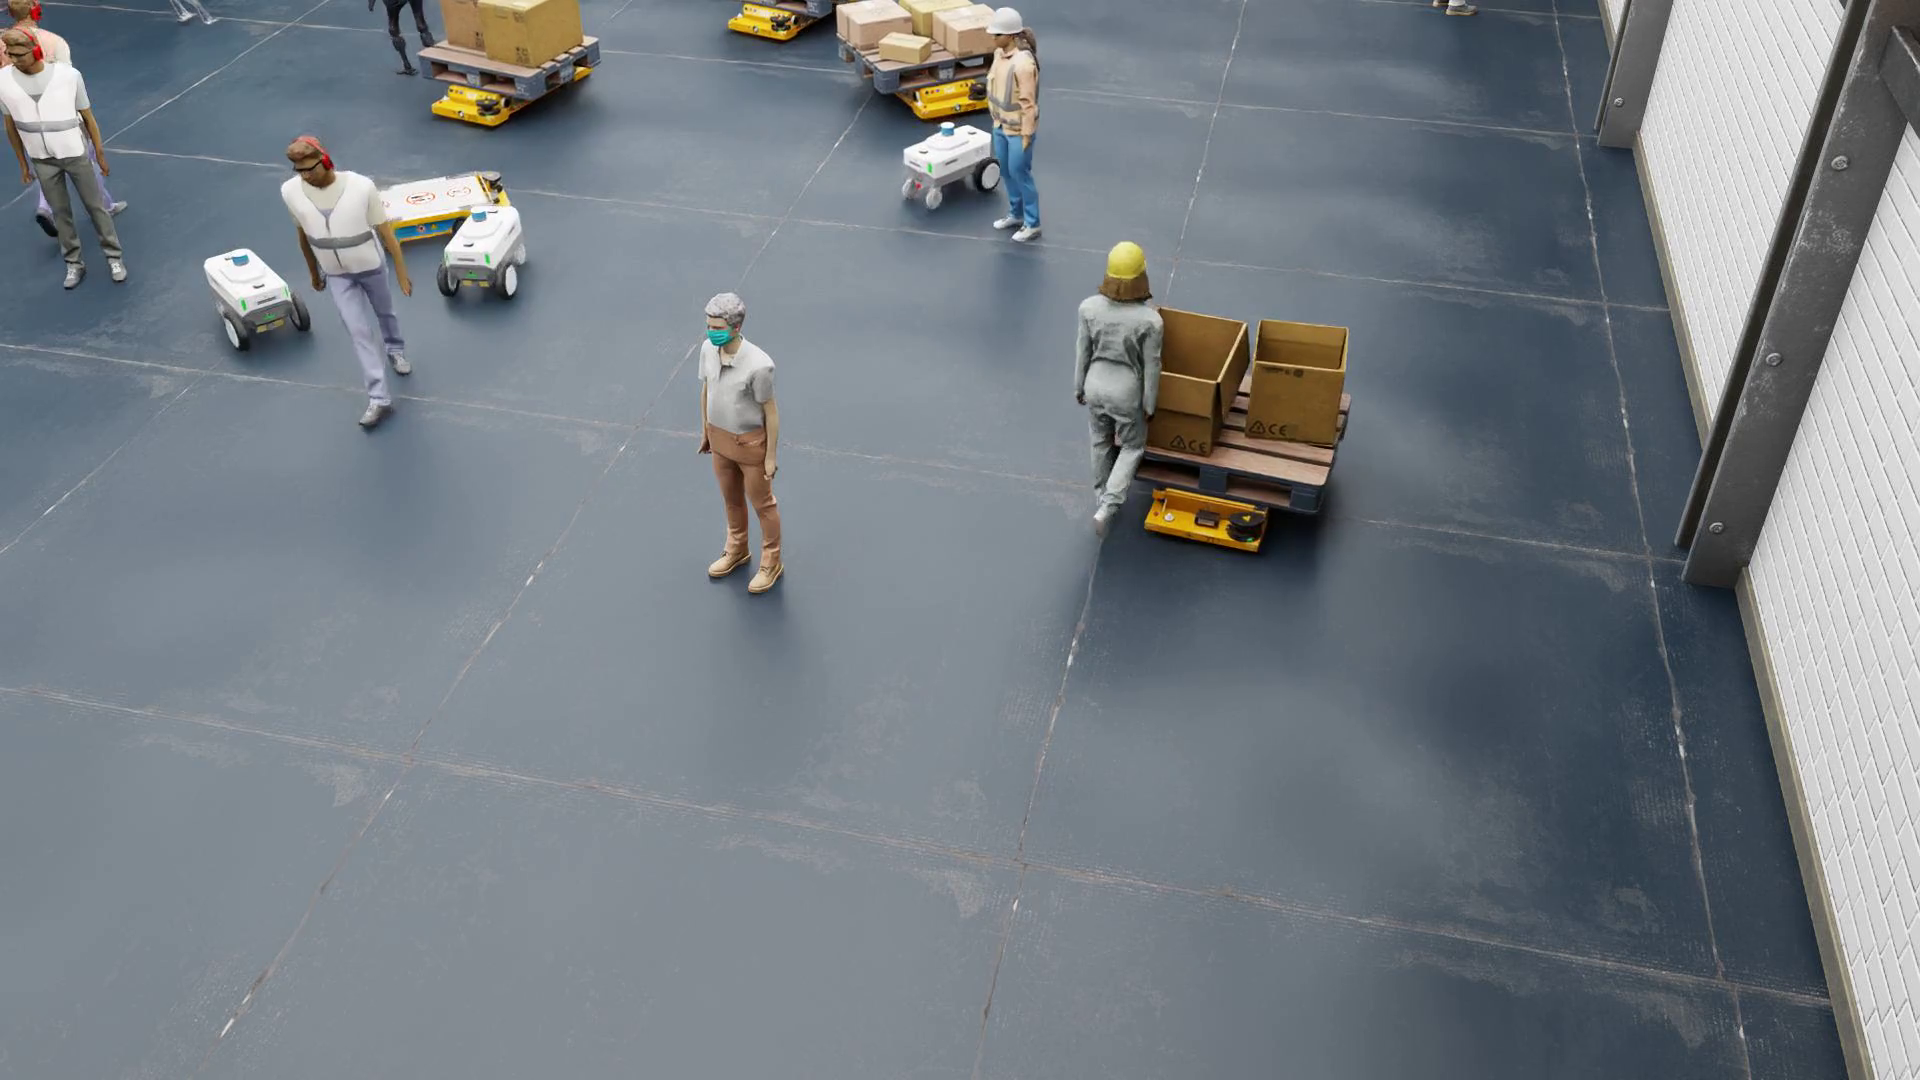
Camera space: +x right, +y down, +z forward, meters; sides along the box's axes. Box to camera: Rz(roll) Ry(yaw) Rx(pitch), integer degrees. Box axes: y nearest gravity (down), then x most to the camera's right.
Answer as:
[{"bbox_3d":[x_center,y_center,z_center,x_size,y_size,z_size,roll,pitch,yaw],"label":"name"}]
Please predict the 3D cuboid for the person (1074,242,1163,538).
[{"bbox_3d":[0.821,-0.774,9.037,0.497,1.722,0.588,16,40,21],"label":"person"}]

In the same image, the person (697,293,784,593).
[{"bbox_3d":[-1.152,-0.506,8.661,0.493,1.745,0.308,21,42,26],"label":"person"}]

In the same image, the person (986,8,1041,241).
[{"bbox_3d":[0.379,-2.999,12.033,0.400,1.707,0.489,-18,40,-22],"label":"person"}]

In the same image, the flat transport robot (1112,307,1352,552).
[{"bbox_3d":[1.587,-0.452,9.823,0.659,0.231,1.431,12,39,16],"label":"flat transport robot"}]

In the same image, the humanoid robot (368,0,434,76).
[{"bbox_3d":[-4.912,-4.890,14.594,0.389,1.643,0.601,24,43,29],"label":"humanoid robot"}]

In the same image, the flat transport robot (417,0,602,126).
[{"bbox_3d":[-3.913,-4.011,14.587,0.659,0.231,1.431,16,40,21],"label":"flat transport robot"}]

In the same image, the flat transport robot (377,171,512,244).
[{"bbox_3d":[-4.115,-2.449,12.496,1.431,0.231,0.659,-15,39,-19],"label":"flat transport robot"}]

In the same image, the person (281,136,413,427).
[{"bbox_3d":[-3.695,-1.657,10.175,0.656,1.779,0.938,-4,37,-5],"label":"person"}]

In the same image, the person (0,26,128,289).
[{"bbox_3d":[-6.173,-2.637,11.435,0.563,1.839,0.394,-9,38,-12],"label":"person"}]

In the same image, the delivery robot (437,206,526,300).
[{"bbox_3d":[-3.352,-2.054,11.726,0.499,0.592,0.795,4,37,5],"label":"delivery robot"}]

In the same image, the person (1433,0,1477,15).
[{"bbox_3d":[4.869,-6.004,15.905,0.340,1.882,0.579,-9,38,-12],"label":"person"}]

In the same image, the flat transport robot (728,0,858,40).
[{"bbox_3d":[-1.581,-5.219,16.202,0.659,0.231,1.431,19,41,23],"label":"flat transport robot"}]

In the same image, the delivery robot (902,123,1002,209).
[{"bbox_3d":[-0.085,-2.951,12.917,0.768,0.581,0.499,-30,46,-34],"label":"delivery robot"}]

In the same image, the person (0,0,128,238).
[{"bbox_3d":[-6.579,-3.075,12.038,0.571,1.820,0.741,7,37,9],"label":"person"}]

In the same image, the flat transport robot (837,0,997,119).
[{"bbox_3d":[-0.333,-4.097,14.701,0.659,0.231,1.431,-16,40,-21],"label":"flat transport robot"}]

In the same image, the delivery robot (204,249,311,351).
[{"bbox_3d":[-4.778,-1.660,11.206,0.499,0.600,0.802,-27,44,-31],"label":"delivery robot"}]

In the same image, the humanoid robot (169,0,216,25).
[{"bbox_3d":[-7.426,-5.656,15.576,0.530,1.785,0.789,17,40,21],"label":"humanoid robot"}]
